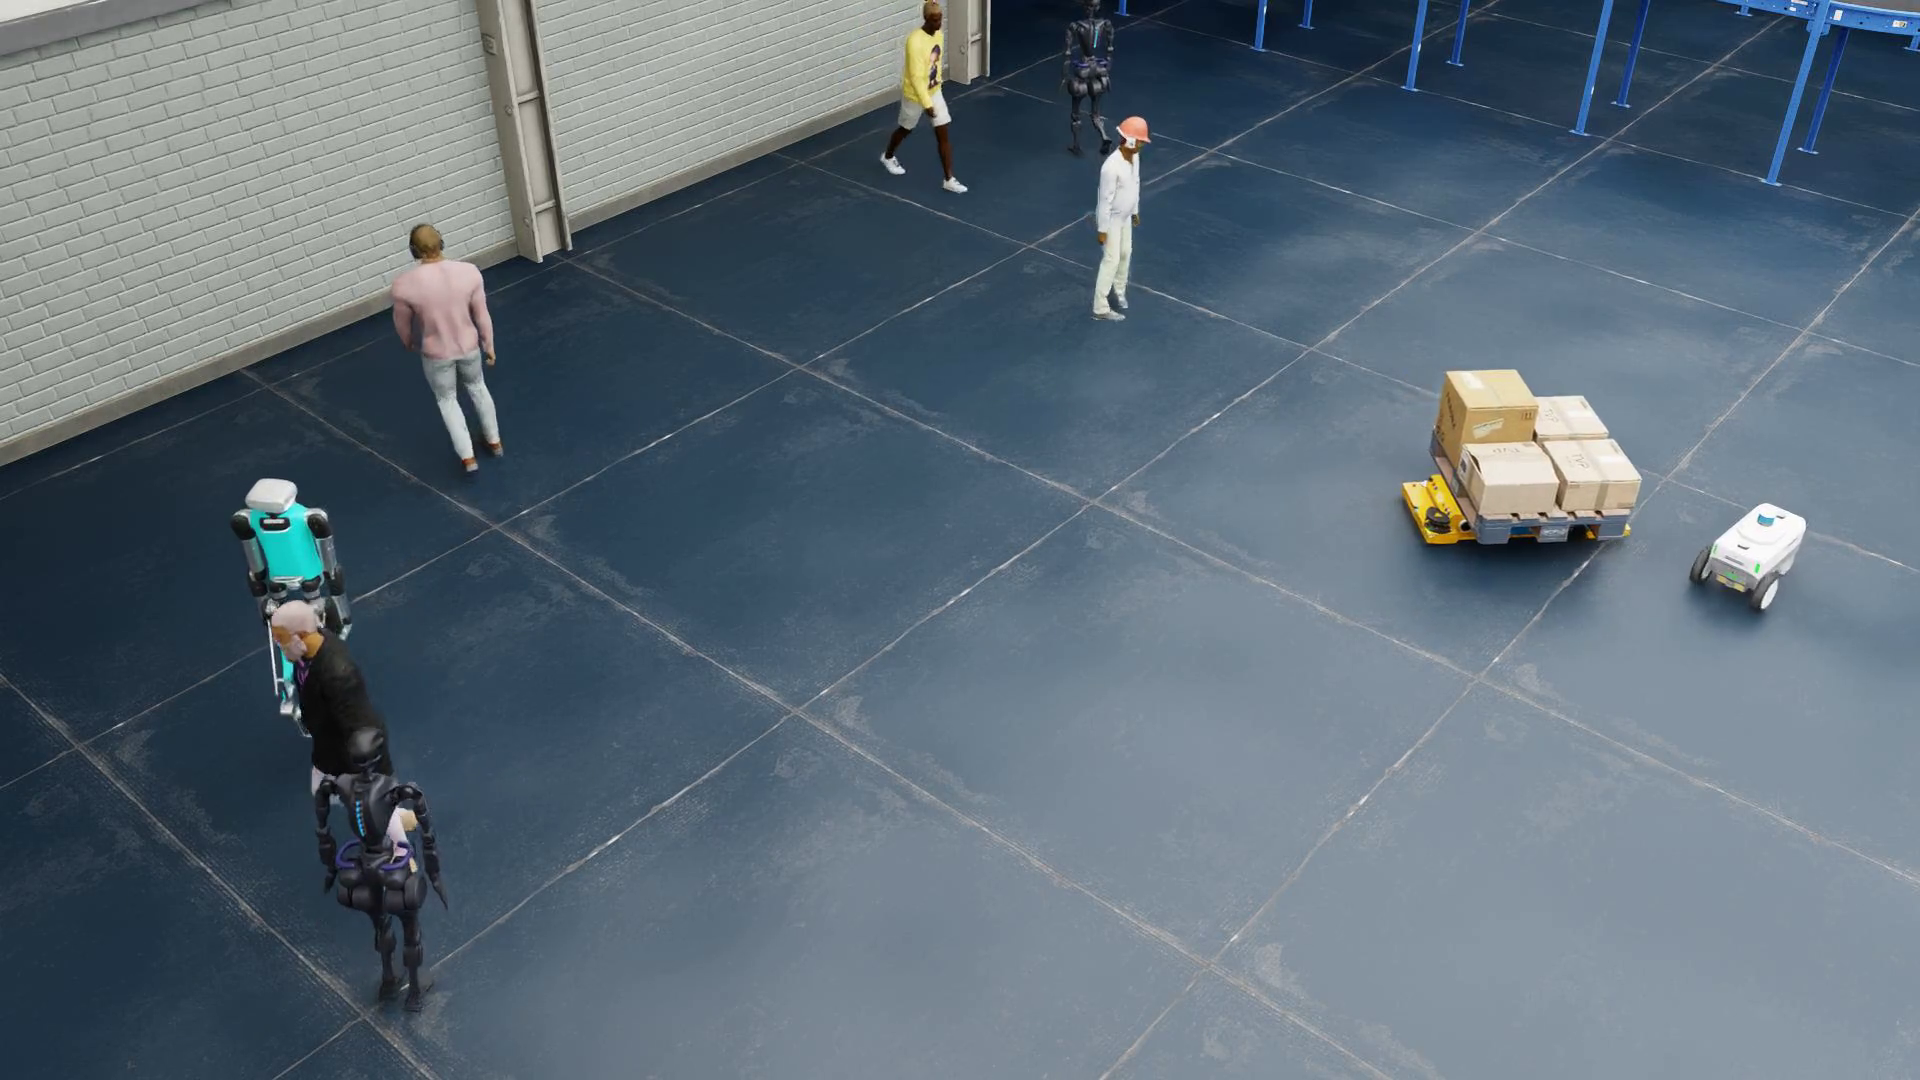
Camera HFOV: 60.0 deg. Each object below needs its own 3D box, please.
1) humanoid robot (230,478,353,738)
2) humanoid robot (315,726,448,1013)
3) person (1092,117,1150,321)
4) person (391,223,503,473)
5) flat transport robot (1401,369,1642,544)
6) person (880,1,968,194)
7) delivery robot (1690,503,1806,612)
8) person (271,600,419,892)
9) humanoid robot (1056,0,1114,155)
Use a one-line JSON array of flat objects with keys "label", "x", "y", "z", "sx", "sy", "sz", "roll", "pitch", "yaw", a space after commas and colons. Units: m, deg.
[{"label": "humanoid robot", "x": -3.729, "y": 0.552, "z": 9.349, "sx": 0.535, "sy": 1.799, "sz": 0.670, "roll": 0, "pitch": 35, "yaw": -1}, {"label": "humanoid robot", "x": -2.769, "y": 1.587, "z": 7.950, "sx": 0.609, "sy": 1.635, "sz": 0.386, "roll": 1, "pitch": 35, "yaw": 1}, {"label": "person", "x": 1.335, "y": -2.707, "z": 13.945, "sx": 0.395, "sy": 1.711, "sz": 0.581, "roll": 18, "pitch": 39, "yaw": 24}, {"label": "person", "x": -3.642, "y": -1.356, "z": 11.873, "sx": 0.635, "sy": 1.909, "sz": 0.612, "roll": -19, "pitch": 40, "yaw": -25}, {"label": "flat transport robot", "x": 3.918, "y": -0.253, "z": 11.742, "sx": 1.431, "sy": 0.231, "sz": 0.659, "roll": -2, "pitch": 36, "yaw": -3}, {"label": "person", "x": -0.381, "y": -4.336, "z": 16.130, "sx": 0.505, "sy": 1.840, "sz": 1.067, "roll": -30, "pitch": 45, "yaw": -35}, {"label": "delivery robot", "x": 5.278, "y": 0.063, "z": 11.038, "sx": 0.769, "sy": 0.577, "sz": 0.499, "roll": -29, "pitch": 44, "yaw": -34}, {"label": "person", "x": -3.158, "y": 1.061, "z": 8.545, "sx": 0.439, "sy": 1.832, "sz": 0.636, "roll": -23, "pitch": 42, "yaw": -29}, {"label": "humanoid robot", "x": 1.299, "y": -4.627, "z": 16.682, "sx": 0.588, "sy": 1.640, "sz": 0.576, "roll": -14, "pitch": 38, "yaw": -19}]
